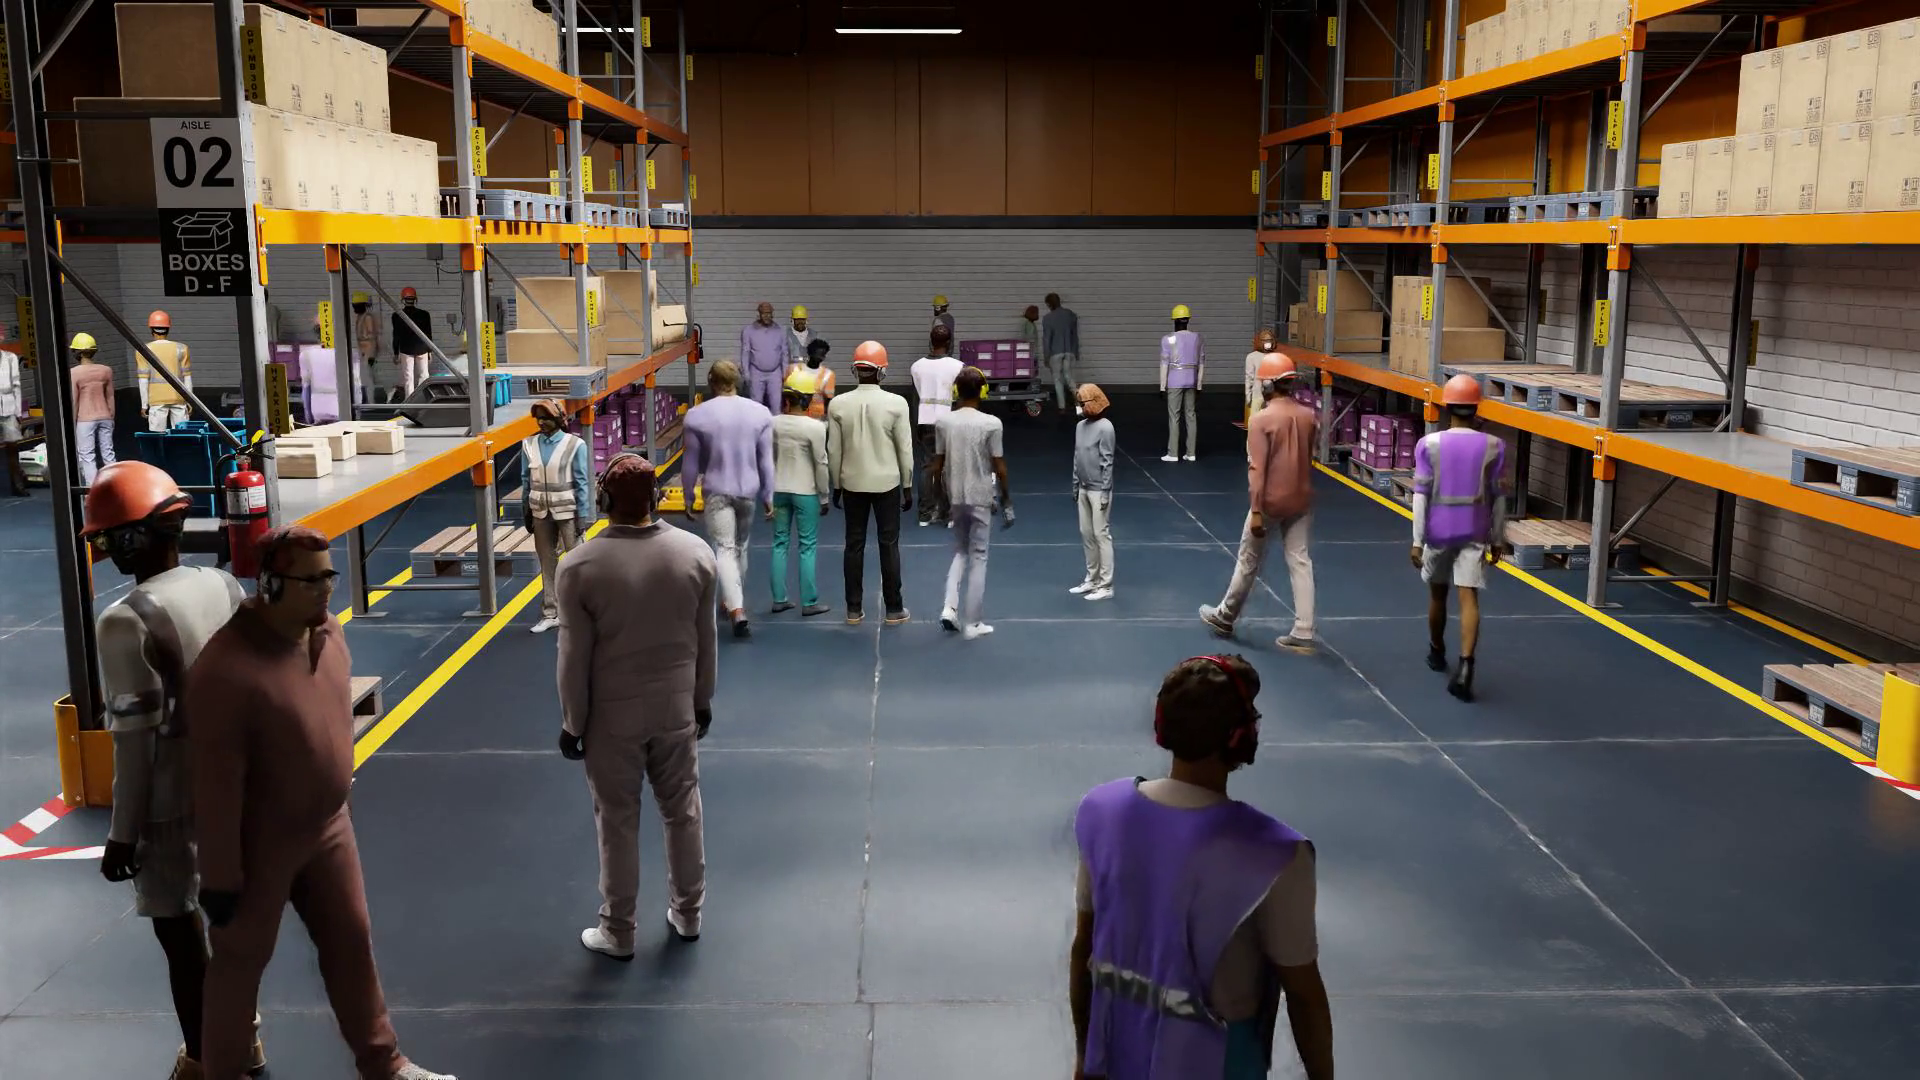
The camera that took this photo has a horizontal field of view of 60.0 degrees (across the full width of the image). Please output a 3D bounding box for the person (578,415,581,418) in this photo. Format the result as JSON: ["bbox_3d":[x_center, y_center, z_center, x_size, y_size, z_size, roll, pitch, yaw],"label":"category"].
[{"bbox_3d":[-5.407,-2.532,23.811,0.562,1.911,0.765,2,10,13],"label":"person"}]

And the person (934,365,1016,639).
[{"bbox_3d":[0.096,-0.247,11.233,0.535,1.857,0.372,6,12,31],"label":"person"}]

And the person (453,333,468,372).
[{"bbox_3d":[-5.332,-1.478,18.483,0.499,1.715,0.709,1,10,7],"label":"person"}]

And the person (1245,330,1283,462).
[{"bbox_3d":[3.706,-1.742,20.224,0.497,1.625,0.285,-2,10,-9],"label":"person"}]

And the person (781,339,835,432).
[{"bbox_3d":[-1.616,-1.307,17.672,0.586,1.655,0.591,-2,10,-12],"label":"person"}]

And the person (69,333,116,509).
[{"bbox_3d":[-8.766,-1.199,16.783,0.301,1.772,0.531,5,11,26],"label":"person"}]

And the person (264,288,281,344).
[{"bbox_3d":[-11.422,-3.189,27.399,0.353,1.937,0.635,3,11,17],"label":"person"}]

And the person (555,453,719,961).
[{"bbox_3d":[-1.219,0.622,6.257,0.643,1.909,0.410,-7,12,-35],"label":"person"}]

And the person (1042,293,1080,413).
[{"bbox_3d":[1.590,-2.888,25.858,0.701,1.896,0.548,-7,12,-32],"label":"person"}]

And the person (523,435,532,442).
[{"bbox_3d":[-5.427,-2.042,21.323,0.632,1.837,0.430,-7,12,-34],"label":"person"}]

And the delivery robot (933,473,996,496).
[{"bbox_3d":[0.031,-0.589,16.504,0.477,0.478,0.707,-9,13,-40],"label":"delivery robot"}]

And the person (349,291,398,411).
[{"bbox_3d":[-9.381,-3.016,26.536,0.626,1.911,0.599,-7,12,-33],"label":"person"}]

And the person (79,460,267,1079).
[{"bbox_3d":[-2.418,0.767,5.088,0.388,2.036,0.605,1,10,7],"label":"person"}]

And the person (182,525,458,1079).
[{"bbox_3d":[-1.953,0.885,4.963,0.771,1.870,0.682,3,11,15],"label":"person"}]

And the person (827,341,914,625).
[{"bbox_3d":[-0.619,-0.392,11.652,0.611,1.996,0.378,2,10,10],"label":"person"}]

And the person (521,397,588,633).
[{"bbox_3d":[-2.759,-0.159,11.369,0.510,1.634,0.311,3,11,17],"label":"person"}]

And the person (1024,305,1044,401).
[{"bbox_3d":[1.163,-3.135,27.984,0.466,1.621,0.505,-1,10,-7],"label":"person"}]

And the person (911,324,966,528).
[{"bbox_3d":[-0.203,-1.063,15.654,0.582,1.911,0.391,7,12,32],"label":"person"}]

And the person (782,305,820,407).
[{"bbox_3d":[-2.154,-2.244,22.429,0.594,1.832,0.403,-4,11,-21],"label":"person"}]

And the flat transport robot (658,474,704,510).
[{"bbox_3d":[-2.684,-0.511,17.125,0.652,0.197,1.431,0,10,-2],"label":"flat transport robot"}]

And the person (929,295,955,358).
[{"bbox_3d":[-0.300,-3.023,26.769,0.404,1.829,0.600,4,11,21],"label":"person"}]

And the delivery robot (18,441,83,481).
[{"bbox_3d":[-9.959,-0.900,18.239,0.477,0.478,0.707,2,10,12],"label":"delivery robot"}]

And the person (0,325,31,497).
[{"bbox_3d":[-10.040,-1.323,17.164,0.522,1.897,0.723,8,13,36],"label":"person"}]

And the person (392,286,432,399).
[{"bbox_3d":[-8.416,-2.892,25.582,0.612,1.995,0.385,-7,12,-34],"label":"person"}]

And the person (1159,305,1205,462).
[{"bbox_3d":[2.698,-1.909,20.335,0.588,1.919,0.402,-4,11,-20],"label":"person"}]

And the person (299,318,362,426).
[{"bbox_3d":[-6.181,-1.249,16.361,0.606,2.028,0.560,0,10,2],"label":"person"}]

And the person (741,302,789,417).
[{"bbox_3d":[-2.571,-2.202,22.025,0.646,1.909,0.401,-3,11,-15],"label":"person"}]

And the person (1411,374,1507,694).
[{"bbox_3d":[3.009,-0.050,10.048,0.555,1.898,0.996,2,10,11],"label":"person"}]

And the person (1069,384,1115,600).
[{"bbox_3d":[0.995,-0.367,12.560,0.294,1.623,0.508,-5,11,-25],"label":"person"}]

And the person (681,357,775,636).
[{"bbox_3d":[-1.586,-0.307,11.480,0.637,1.903,0.991,-4,11,-20],"label":"person"}]

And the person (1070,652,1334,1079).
[{"bbox_3d":[0.543,1.141,3.609,0.630,1.823,0.580,-9,14,-42],"label":"person"}]

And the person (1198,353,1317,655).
[{"bbox_3d":[2.042,-0.263,11.043,0.657,1.945,0.980,-6,12,-31],"label":"person"}]

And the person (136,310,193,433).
[{"bbox_3d":[-8.643,-1.522,18.108,0.542,1.939,0.361,-7,12,-35],"label":"person"}]

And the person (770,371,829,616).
[{"bbox_3d":[-1.168,-0.332,11.985,0.524,1.761,0.340,5,11,28],"label":"person"}]
